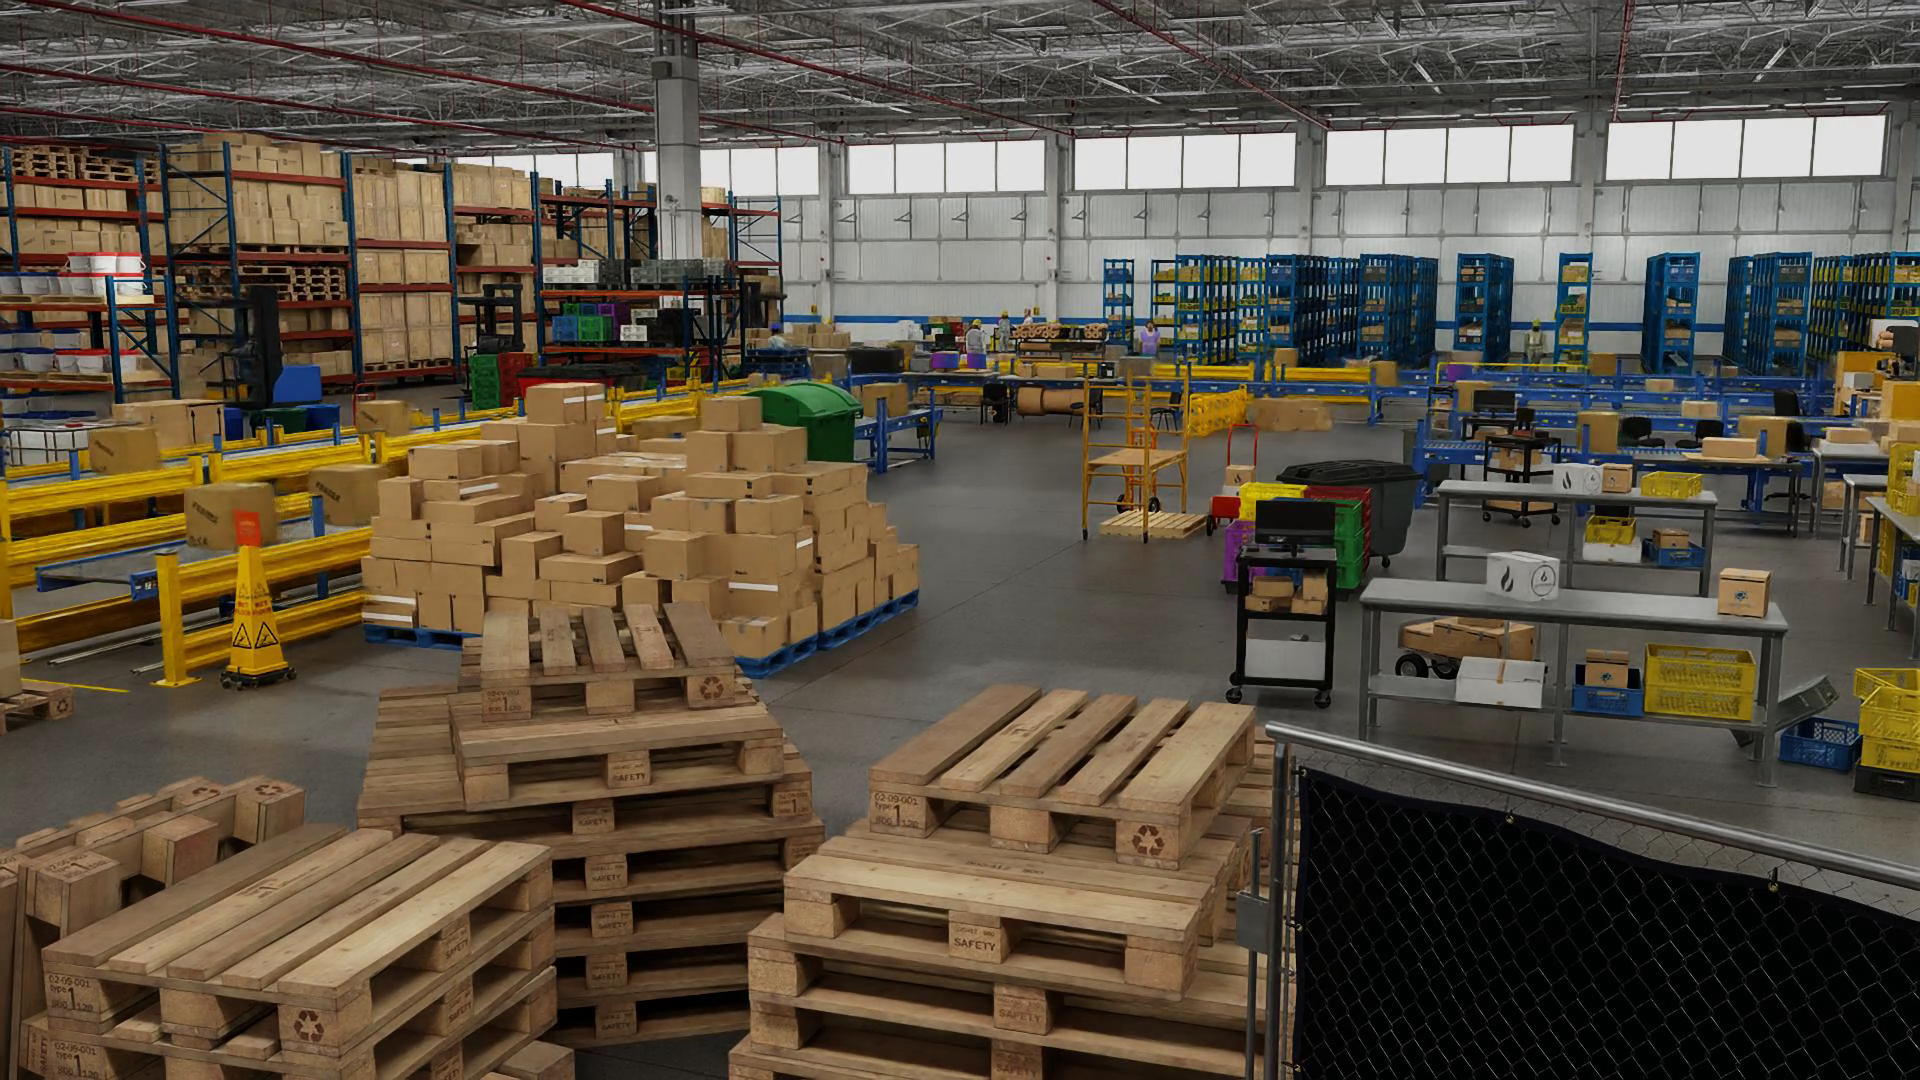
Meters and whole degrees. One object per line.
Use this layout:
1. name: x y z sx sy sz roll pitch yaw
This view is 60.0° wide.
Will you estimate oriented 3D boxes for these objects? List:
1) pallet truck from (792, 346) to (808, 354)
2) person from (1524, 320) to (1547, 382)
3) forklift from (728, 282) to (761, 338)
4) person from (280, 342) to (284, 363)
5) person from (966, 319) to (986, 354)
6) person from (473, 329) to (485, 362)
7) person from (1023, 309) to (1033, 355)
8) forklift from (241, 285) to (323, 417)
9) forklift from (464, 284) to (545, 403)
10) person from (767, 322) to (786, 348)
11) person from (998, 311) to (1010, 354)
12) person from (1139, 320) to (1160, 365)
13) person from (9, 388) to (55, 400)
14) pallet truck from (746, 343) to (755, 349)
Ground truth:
1. pallet truck: -3.705 -4.298 42.022 0.653 1.274 1.630 3 10 20
2. person: 16.288 -5.344 47.094 0.613 1.783 0.948 3 10 19
3. forklift: -6.455 -6.534 51.116 1.873 2.768 1.129 3 10 20
4. person: -15.540 -3.876 37.623 0.670 1.852 1.014 1 9 7
5. person: 0.465 -5.195 45.987 0.599 1.830 0.403 5 10 29
6. person: -12.041 -4.479 41.950 0.321 1.693 0.535 8 12 42
7. person: 2.273 -6.872 56.288 0.410 1.909 0.643 1 9 5
8. forklift: -14.896 -4.106 35.871 1.873 2.768 1.129 -7 11 -37
9. forklift: -10.832 -4.702 39.610 1.129 2.768 1.873 3 10 20
10. person: -4.330 -4.232 39.698 0.790 1.913 0.615 5 10 27
11. person: 1.631 -7.518 60.891 0.485 1.735 0.346 -5 10 -29
12. person: 5.049 -4.940 44.340 0.564 1.847 0.388 0 9 -1
13. person: -22.478 -4.216 40.046 0.991 1.794 0.553 -7 11 -37
14. pallet truck: -6.183 -4.618 44.264 1.601 1.201 0.680 -9 12 -43
